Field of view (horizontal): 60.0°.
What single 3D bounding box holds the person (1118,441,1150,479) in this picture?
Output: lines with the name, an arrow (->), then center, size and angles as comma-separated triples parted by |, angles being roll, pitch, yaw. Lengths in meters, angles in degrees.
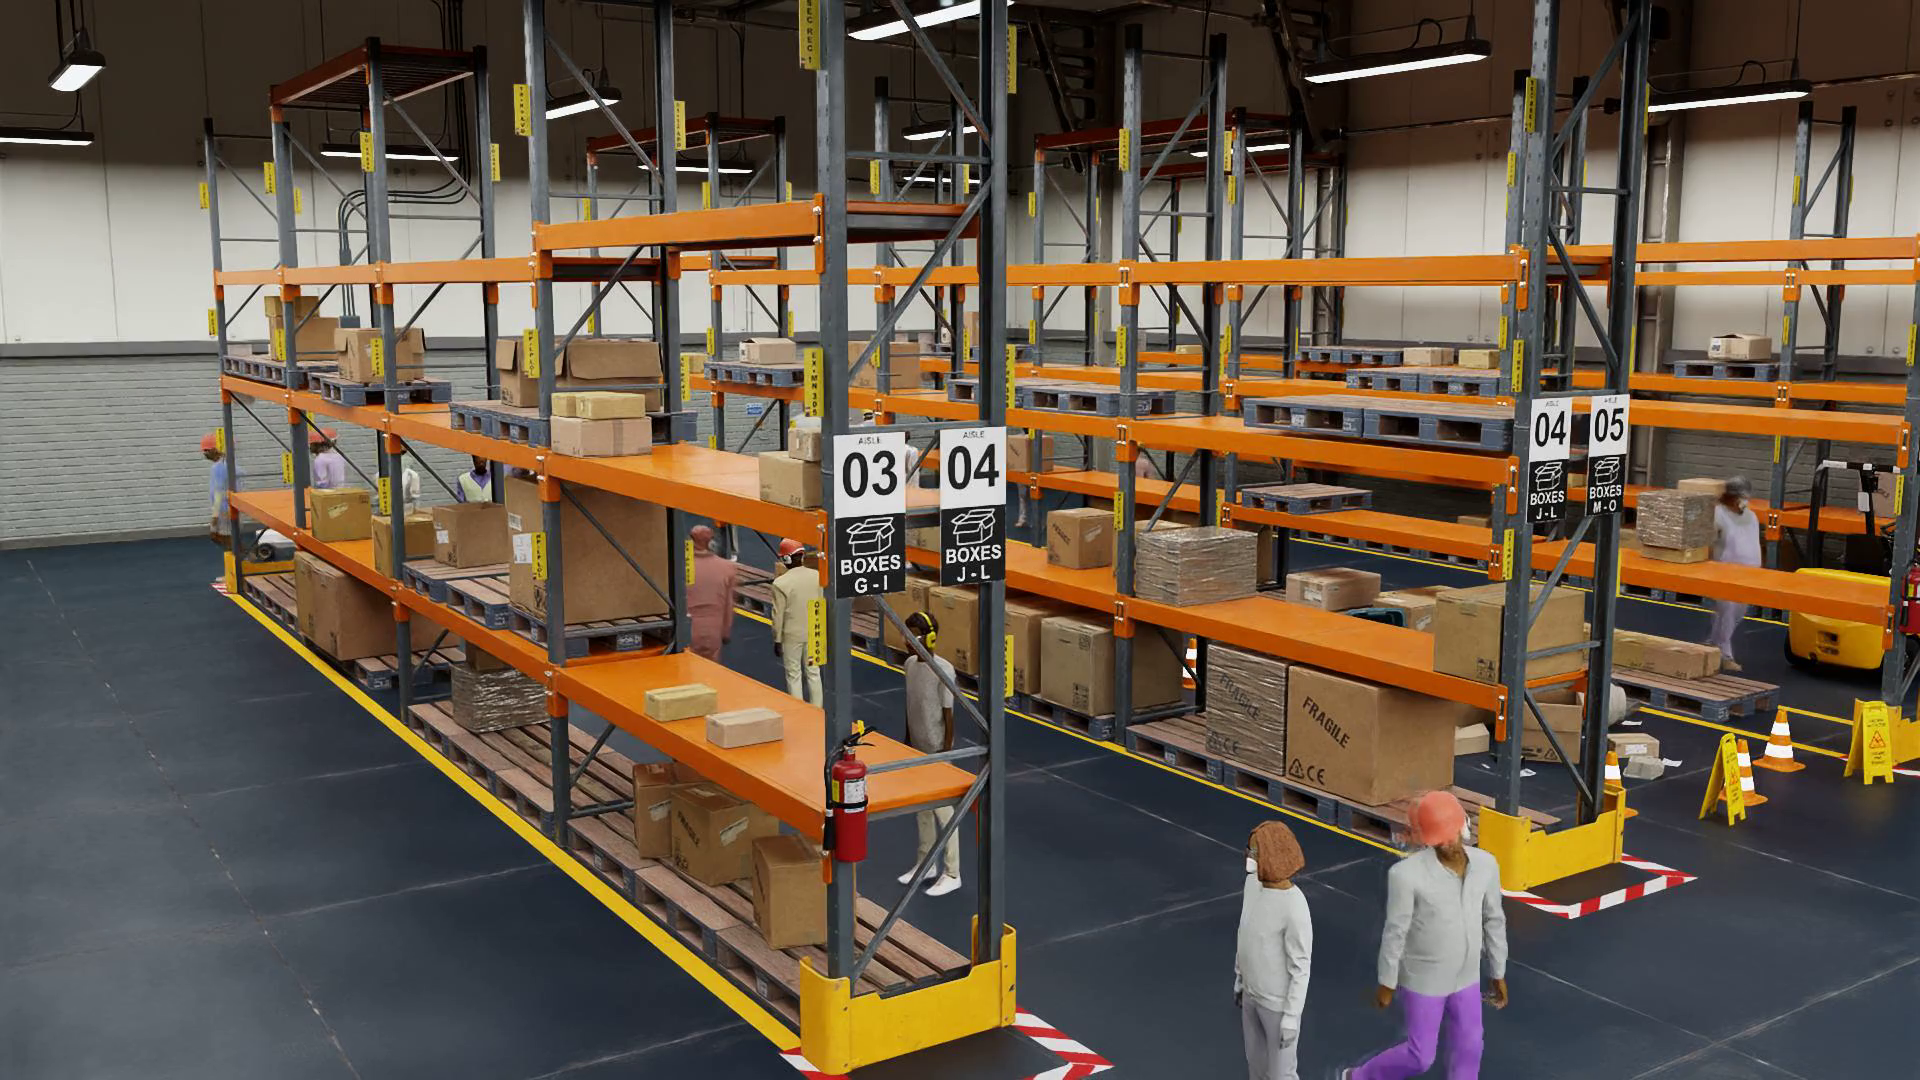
person -> 2.518, -0.659, 24.812 | 0.533, 1.714, 0.918 | -7, 11, -38

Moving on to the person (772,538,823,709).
person -> -1.461, 0.832, 14.850 | 0.550, 1.735, 0.381 | -8, 11, -41

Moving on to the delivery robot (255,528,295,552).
delivery robot -> -9.891, -0.042, 24.257 | 0.707, 0.478, 0.477 | -3, 9, -21

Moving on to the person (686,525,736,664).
person -> -2.280, 0.807, 14.547 | 0.657, 1.879, 0.463 | -3, 9, -22

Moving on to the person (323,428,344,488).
person -> -9.964, -0.910, 26.415 | 0.346, 1.743, 0.571 | -4, 10, -26

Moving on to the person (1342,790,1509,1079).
person -> 2.141, 1.936, 7.536 | 0.575, 1.725, 0.606 | -5, 10, -28

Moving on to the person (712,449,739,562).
person -> -3.388, -0.492, 23.969 | 0.523, 1.638, 0.311 | 1, 9, 9

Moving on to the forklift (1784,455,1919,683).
forklift -> 9.643, 0.253, 17.172 | 2.313, 2.155, 1.214 | -6, 10, -33

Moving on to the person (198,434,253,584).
person -> -9.841, -0.416, 22.190 | 0.489, 2.016, 0.599 | -5, 10, -28

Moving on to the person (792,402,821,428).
person -> -2.860, -1.721, 31.343 | 0.659, 1.886, 0.743 | 1, 9, 5

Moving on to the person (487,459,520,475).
person -> -7.042, -0.745, 25.730 | 0.509, 1.624, 0.452 | -1, 9, -4

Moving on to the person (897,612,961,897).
person -> -0.205, 1.376, 10.824 | 0.331, 1.861, 0.501 | -7, 11, -39

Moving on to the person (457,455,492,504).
person -> -6.091, -0.212, 21.188 | 0.597, 1.915, 0.375 | -4, 9, -25

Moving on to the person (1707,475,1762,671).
person -> 8.045, 0.302, 17.349 | 0.681, 2.000, 0.638 | -3, 9, -20

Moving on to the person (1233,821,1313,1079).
person -> 1.345, 2.018, 7.272 | 0.285, 1.633, 0.497 | -3, 9, -20

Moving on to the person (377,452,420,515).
person -> -7.413, -0.315, 22.000 | 0.591, 1.883, 0.610 | 0, 9, -2
